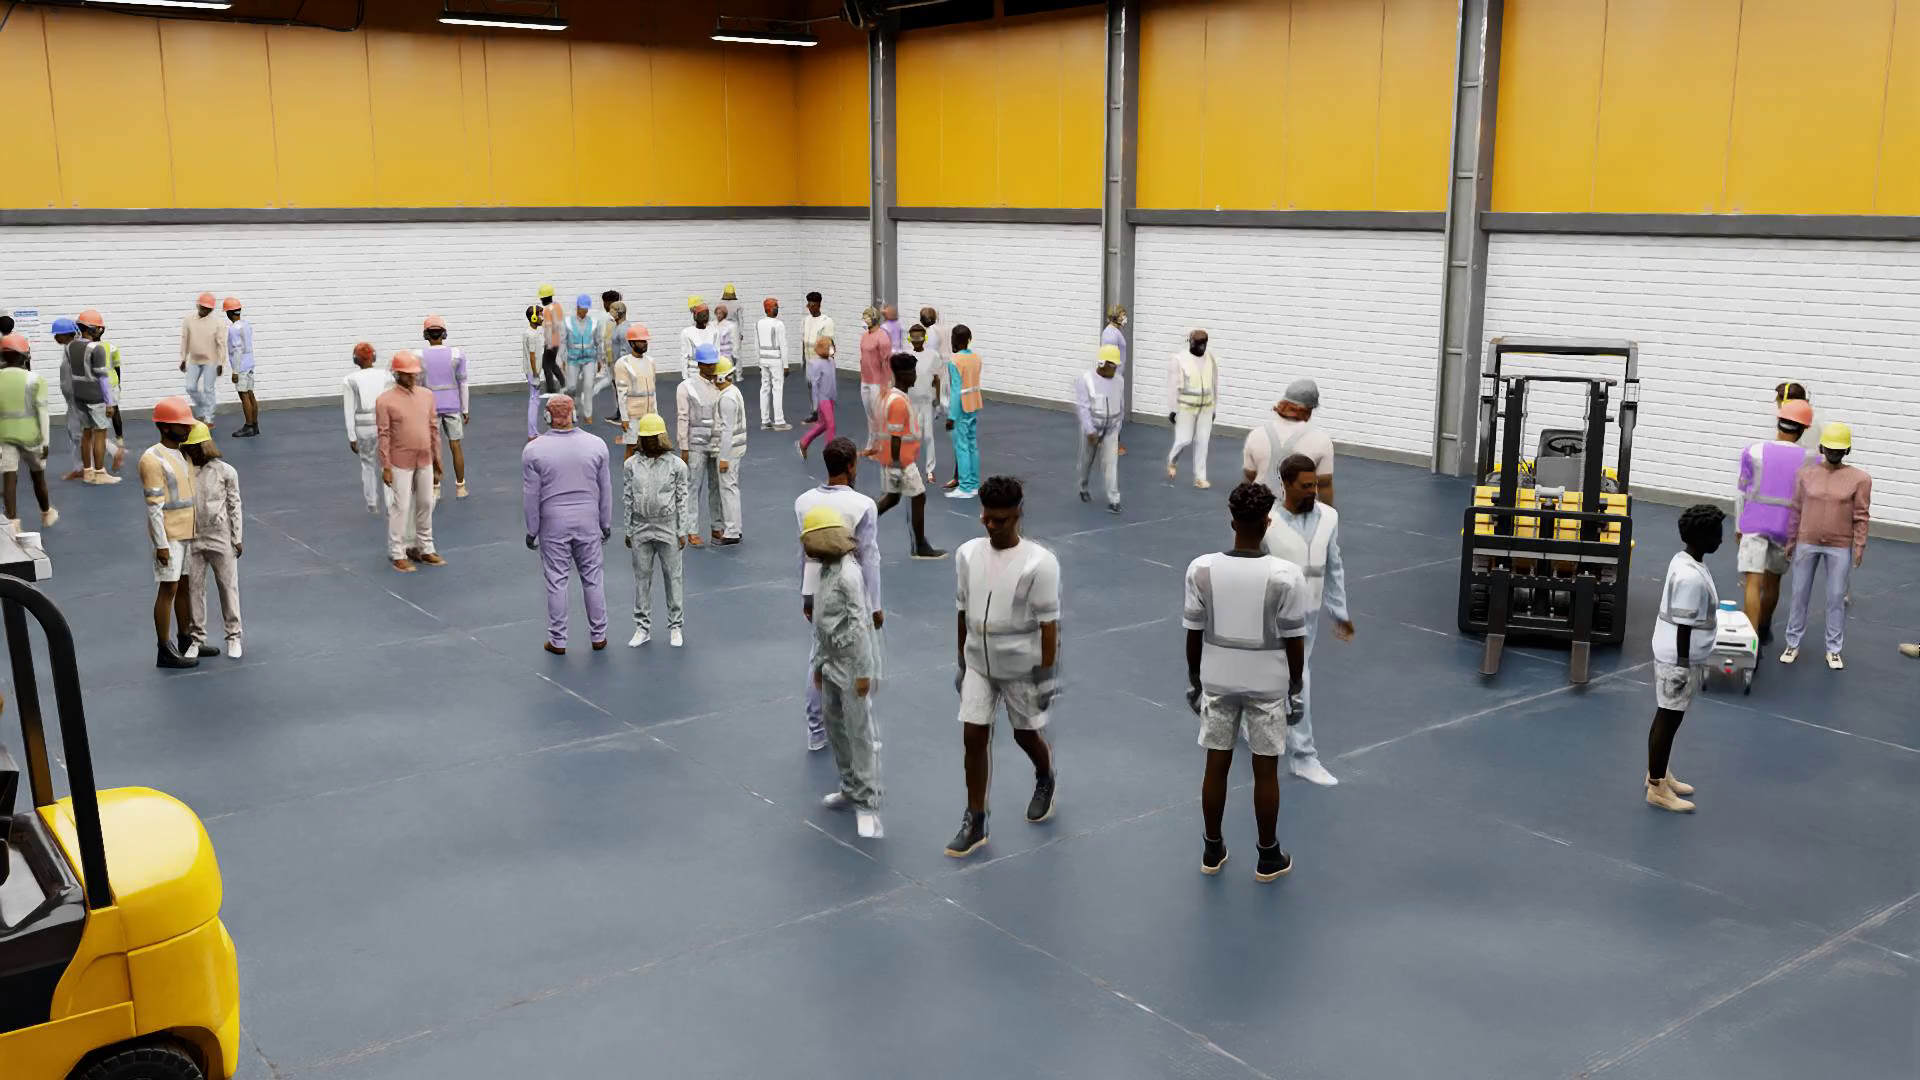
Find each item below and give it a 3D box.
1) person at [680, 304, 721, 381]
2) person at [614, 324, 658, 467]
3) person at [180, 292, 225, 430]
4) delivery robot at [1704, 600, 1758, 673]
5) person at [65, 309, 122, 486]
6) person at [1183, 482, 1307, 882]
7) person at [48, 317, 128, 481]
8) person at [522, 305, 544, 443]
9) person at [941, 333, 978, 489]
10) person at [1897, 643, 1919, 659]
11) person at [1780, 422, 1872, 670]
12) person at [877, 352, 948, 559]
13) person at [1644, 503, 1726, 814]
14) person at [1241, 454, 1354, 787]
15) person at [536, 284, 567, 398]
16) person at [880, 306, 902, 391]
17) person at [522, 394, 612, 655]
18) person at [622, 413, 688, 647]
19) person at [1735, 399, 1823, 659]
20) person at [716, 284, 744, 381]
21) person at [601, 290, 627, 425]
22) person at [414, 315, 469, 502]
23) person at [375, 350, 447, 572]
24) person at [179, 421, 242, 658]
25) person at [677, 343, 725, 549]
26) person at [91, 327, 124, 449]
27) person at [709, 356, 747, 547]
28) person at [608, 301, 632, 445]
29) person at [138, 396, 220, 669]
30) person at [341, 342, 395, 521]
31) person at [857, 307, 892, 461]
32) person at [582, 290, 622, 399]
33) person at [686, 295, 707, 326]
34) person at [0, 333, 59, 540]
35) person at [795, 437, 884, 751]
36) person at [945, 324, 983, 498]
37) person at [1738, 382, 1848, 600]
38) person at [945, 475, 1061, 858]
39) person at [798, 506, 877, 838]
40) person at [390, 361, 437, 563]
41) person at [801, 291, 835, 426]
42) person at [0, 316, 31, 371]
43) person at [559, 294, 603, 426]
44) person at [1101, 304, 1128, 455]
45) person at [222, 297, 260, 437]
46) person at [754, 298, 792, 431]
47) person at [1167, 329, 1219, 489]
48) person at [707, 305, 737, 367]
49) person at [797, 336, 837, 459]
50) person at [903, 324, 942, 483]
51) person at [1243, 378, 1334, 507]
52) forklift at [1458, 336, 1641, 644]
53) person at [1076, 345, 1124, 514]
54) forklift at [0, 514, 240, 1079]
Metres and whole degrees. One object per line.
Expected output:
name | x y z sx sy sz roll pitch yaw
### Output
person | -3.483 -2.227 22.406 0.579 1.876 0.352 -8 14 -33
person | -3.497 -1.387 18.176 0.351 1.942 0.542 8 14 34
person | -10.773 -2.543 23.709 0.659 1.964 0.455 0 12 1
delivery robot | 5.259 0.660 11.428 0.477 0.478 0.707 4 12 18
person | -9.968 -1.633 19.164 0.618 2.028 0.410 6 13 28
person | 1.386 0.688 8.090 0.600 1.967 0.368 5 13 24
person | -10.230 -1.646 19.459 0.645 1.925 0.625 -7 14 -31
person | -5.735 -2.231 22.457 0.326 1.862 0.508 -3 12 -15
person | 0.025 -1.478 18.787 0.327 1.874 0.520 -8 14 -35
person | 6.993 0.043 11.619 0.431 1.801 0.689 -7 14 -31
person | 6.104 0.038 11.743 0.524 1.761 0.341 7 14 31
person | -0.605 -0.764 15.191 0.916 1.933 0.616 -1 12 -6
person | 3.934 0.630 9.044 0.319 1.690 0.536 5 13 21
person | 1.893 0.407 9.676 0.608 1.885 0.948 -7 14 -30
person | -6.731 -3.270 27.398 0.475 1.884 0.617 2 12 9
person | -1.124 -2.821 25.848 0.463 1.618 0.540 7 14 31
person | -2.856 -0.113 12.123 0.639 1.903 0.407 -5 13 -23
person | -2.249 -0.069 12.291 0.486 1.744 0.294 0 12 1
person | 5.868 -0.072 11.979 0.537 1.882 0.992 5 13 22
person | -4.139 -3.733 29.985 0.487 1.744 0.297 -1 12 -3
person | -5.018 -2.666 24.302 0.369 1.958 0.613 -6 13 -28
person | -5.682 -1.437 18.188 0.606 2.038 0.382 -5 13 -22
person | -4.858 -0.698 14.787 0.418 1.978 0.630 8 14 35
person | -5.411 0.005 11.936 0.492 1.742 0.321 -2 12 -12
person | -2.396 -0.904 15.824 0.606 1.947 0.406 -9 15 -37
person | -11.307 -2.036 21.904 0.535 1.697 0.318 -11 16 -43
person | -2.235 -0.845 15.863 0.403 1.819 0.601 -1 12 -5
person | -4.513 -2.244 22.347 0.357 1.932 0.630 -3 12 -13
person | -5.529 -0.056 11.794 0.399 1.928 0.542 1 12 4
person | -6.046 -1.123 17.175 0.582 1.842 1.003 -6 13 -25
person | -1.081 -1.967 20.980 0.354 1.938 0.636 -7 14 -30
person | -5.411 -2.888 25.567 0.820 1.888 0.621 -5 13 -24
person | -4.208 -3.083 26.857 0.449 1.736 0.534 -5 13 -22
person | -9.218 -1.020 16.300 0.634 1.992 1.041 -3 12 -14
person | -0.734 0.345 9.901 0.590 1.912 0.391 9 15 38
person | 0.033 -1.412 18.406 0.412 1.923 0.626 6 13 28
person | 6.987 -0.396 13.761 0.537 1.807 0.913 -5 13 -23
person | 0.248 0.610 8.555 0.624 1.934 0.875 7 13 29
person | -0.617 0.689 8.739 0.335 1.702 0.625 -5 13 -24
person | -4.985 -0.724 15.128 0.527 1.881 0.637 -3 12 -13
person | -2.072 -2.626 24.132 0.606 1.958 0.374 10 16 41
person | -12.988 -2.217 22.778 0.316 1.695 0.542 9 15 38
person | -5.514 -2.626 24.220 0.630 1.916 0.672 -5 13 -21
person | 1.995 -2.071 21.486 0.372 1.940 0.631 0 12 2
person | -9.980 -2.389 23.041 0.376 1.932 0.543 -1 12 -3
person | -2.663 -2.498 23.684 0.576 1.883 0.355 8 14 35
person | 2.668 -1.519 19.093 0.642 1.826 0.616 -4 12 -17
person | -3.740 -2.889 26.202 0.538 1.614 0.372 5 13 24
person | -1.726 -1.740 20.686 0.704 1.608 0.504 5 13 21
person | -0.468 -1.586 19.341 0.511 1.862 0.325 1 12 3
person | 2.401 -0.216 12.280 0.697 2.000 0.809 8 14 33
forklift | 4.683 -0.471 13.136 1.214 2.155 2.313 4 12 20
person | 1.489 -1.203 17.740 0.576 1.778 0.965 -4 12 -17
forklift | -3.687 1.115 5.480 2.313 2.155 1.214 -9 15 -36
